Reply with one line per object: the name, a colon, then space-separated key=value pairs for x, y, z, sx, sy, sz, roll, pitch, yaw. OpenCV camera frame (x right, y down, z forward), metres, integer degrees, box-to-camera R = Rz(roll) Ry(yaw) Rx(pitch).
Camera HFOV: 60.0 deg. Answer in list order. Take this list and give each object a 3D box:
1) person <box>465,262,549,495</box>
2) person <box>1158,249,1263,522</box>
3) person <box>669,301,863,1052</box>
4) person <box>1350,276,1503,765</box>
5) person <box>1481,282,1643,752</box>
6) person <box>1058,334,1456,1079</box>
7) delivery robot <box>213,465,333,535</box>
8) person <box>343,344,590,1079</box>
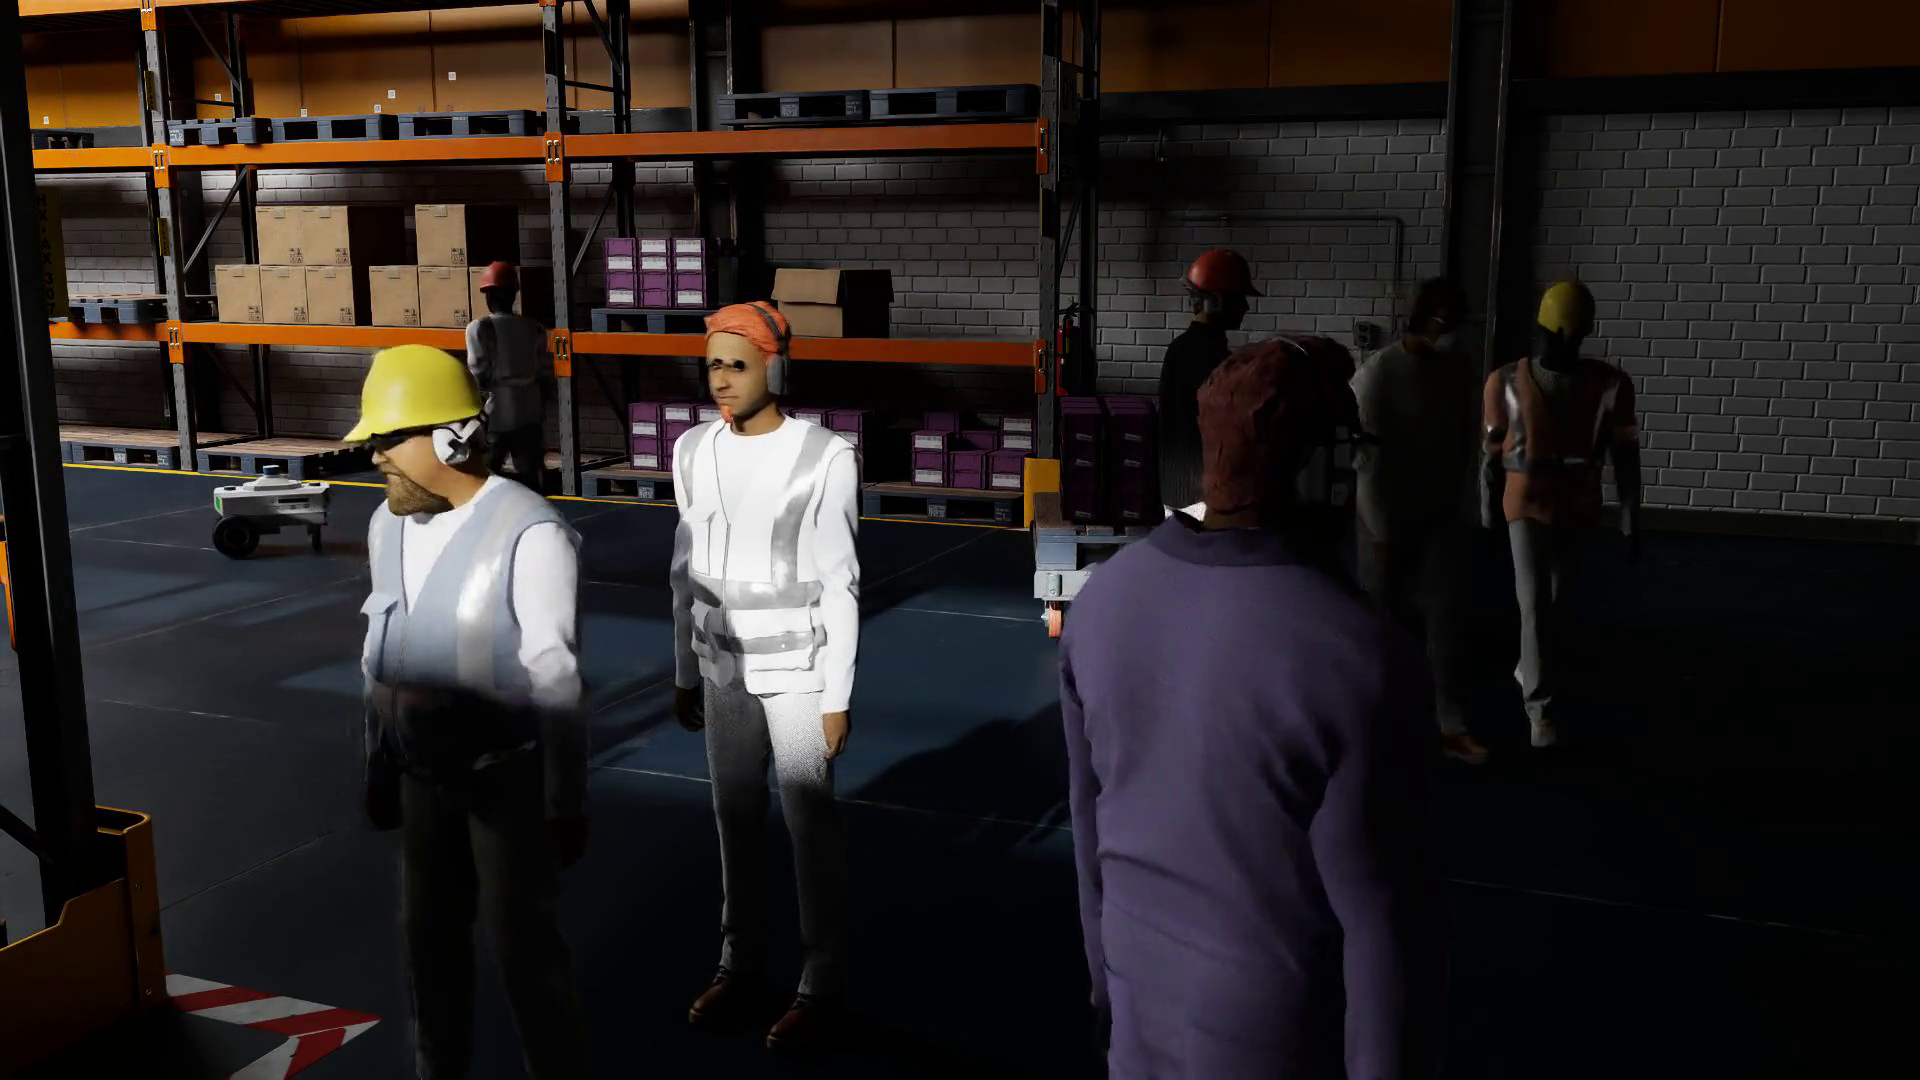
person: x=-2.805 y=-0.750 z=10.250 sx=0.563 sy=1.891 sz=0.903 roll=-9 pitch=13 yaw=-40
person: x=1.009 y=-0.184 z=6.817 sx=0.395 sy=1.990 sz=0.619 roll=-2 pitch=10 yaw=-12
person: x=-0.493 y=0.342 z=4.215 sx=0.577 sy=1.879 sz=0.347 roll=6 pitch=12 yaw=31
person: x=1.797 y=-0.067 z=6.458 sx=0.650 sy=1.889 sz=0.950 roll=-5 pitch=11 yaw=-24
person: x=2.470 y=-0.133 z=6.902 sx=0.611 sy=1.871 sz=1.007 roll=2 pitch=10 yaw=10
person: x=0.384 y=0.684 z=2.296 sx=0.476 sy=1.913 sz=0.688 roll=-7 pitch=12 yaw=-34
delivery robot: x=-4.499 y=-0.246 z=10.910 sx=0.707 sy=0.478 sz=0.477 roll=-4 pitch=11 yaw=-21
person: x=-1.041 y=0.488 z=3.572 sx=0.632 sy=1.814 sz=0.426 roll=7 pitch=12 yaw=34
